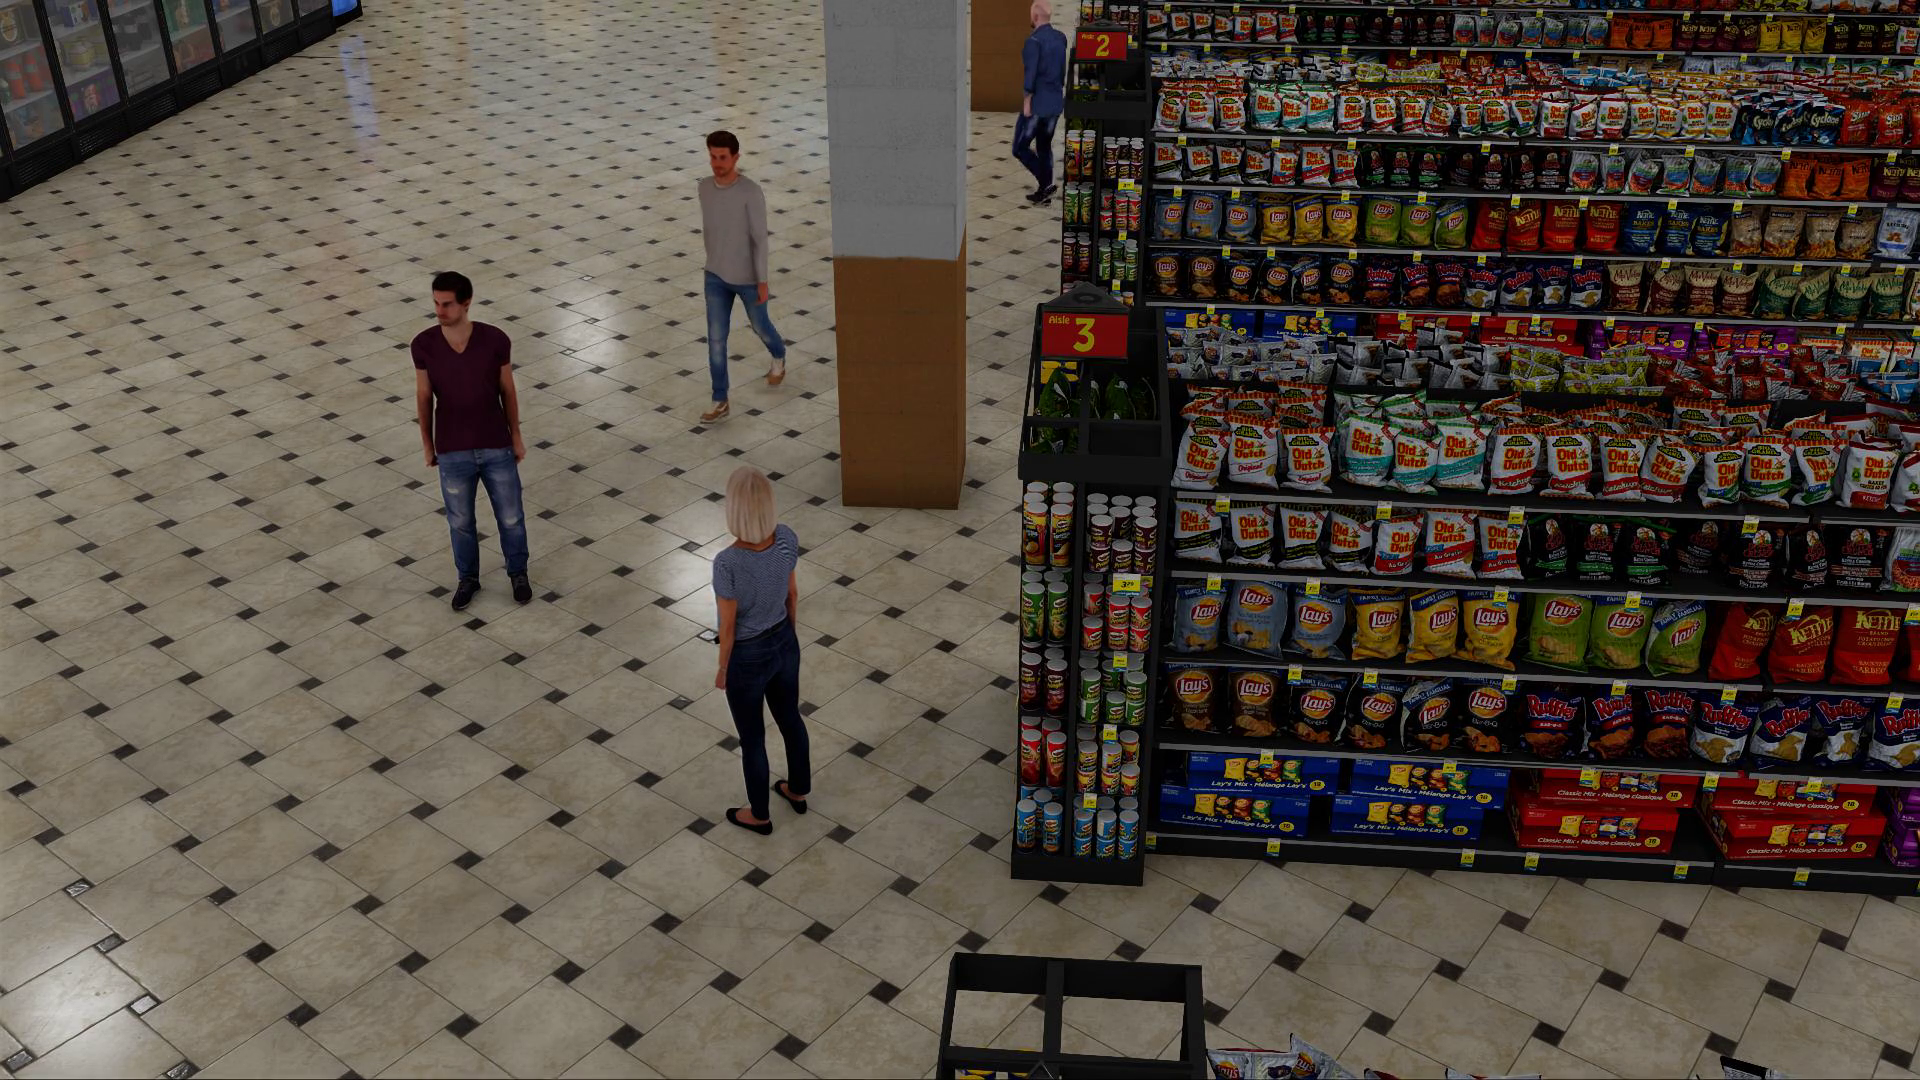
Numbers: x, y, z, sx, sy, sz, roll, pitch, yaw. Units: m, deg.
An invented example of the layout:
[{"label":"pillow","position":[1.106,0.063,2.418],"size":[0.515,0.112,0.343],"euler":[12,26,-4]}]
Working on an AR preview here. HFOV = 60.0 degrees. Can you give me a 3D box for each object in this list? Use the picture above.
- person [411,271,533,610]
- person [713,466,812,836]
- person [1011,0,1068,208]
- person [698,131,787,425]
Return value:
[{"label":"person","position":[-2.518,-0.519,8.624],"size":[0.574,1.851,0.775],"euler":[-5,29,-9]},{"label":"person","position":[-0.828,0.468,6.951],"size":[0.653,1.723,0.697],"euler":[-25,38,-38]},{"label":"person","position":[0.772,-3.802,14.681],"size":[0.921,1.808,0.889],"euler":[22,36,35]},{"label":"person","position":[-1.417,-1.748,10.867],"size":[1.227,1.858,0.911],"euler":[8,30,15]}]
